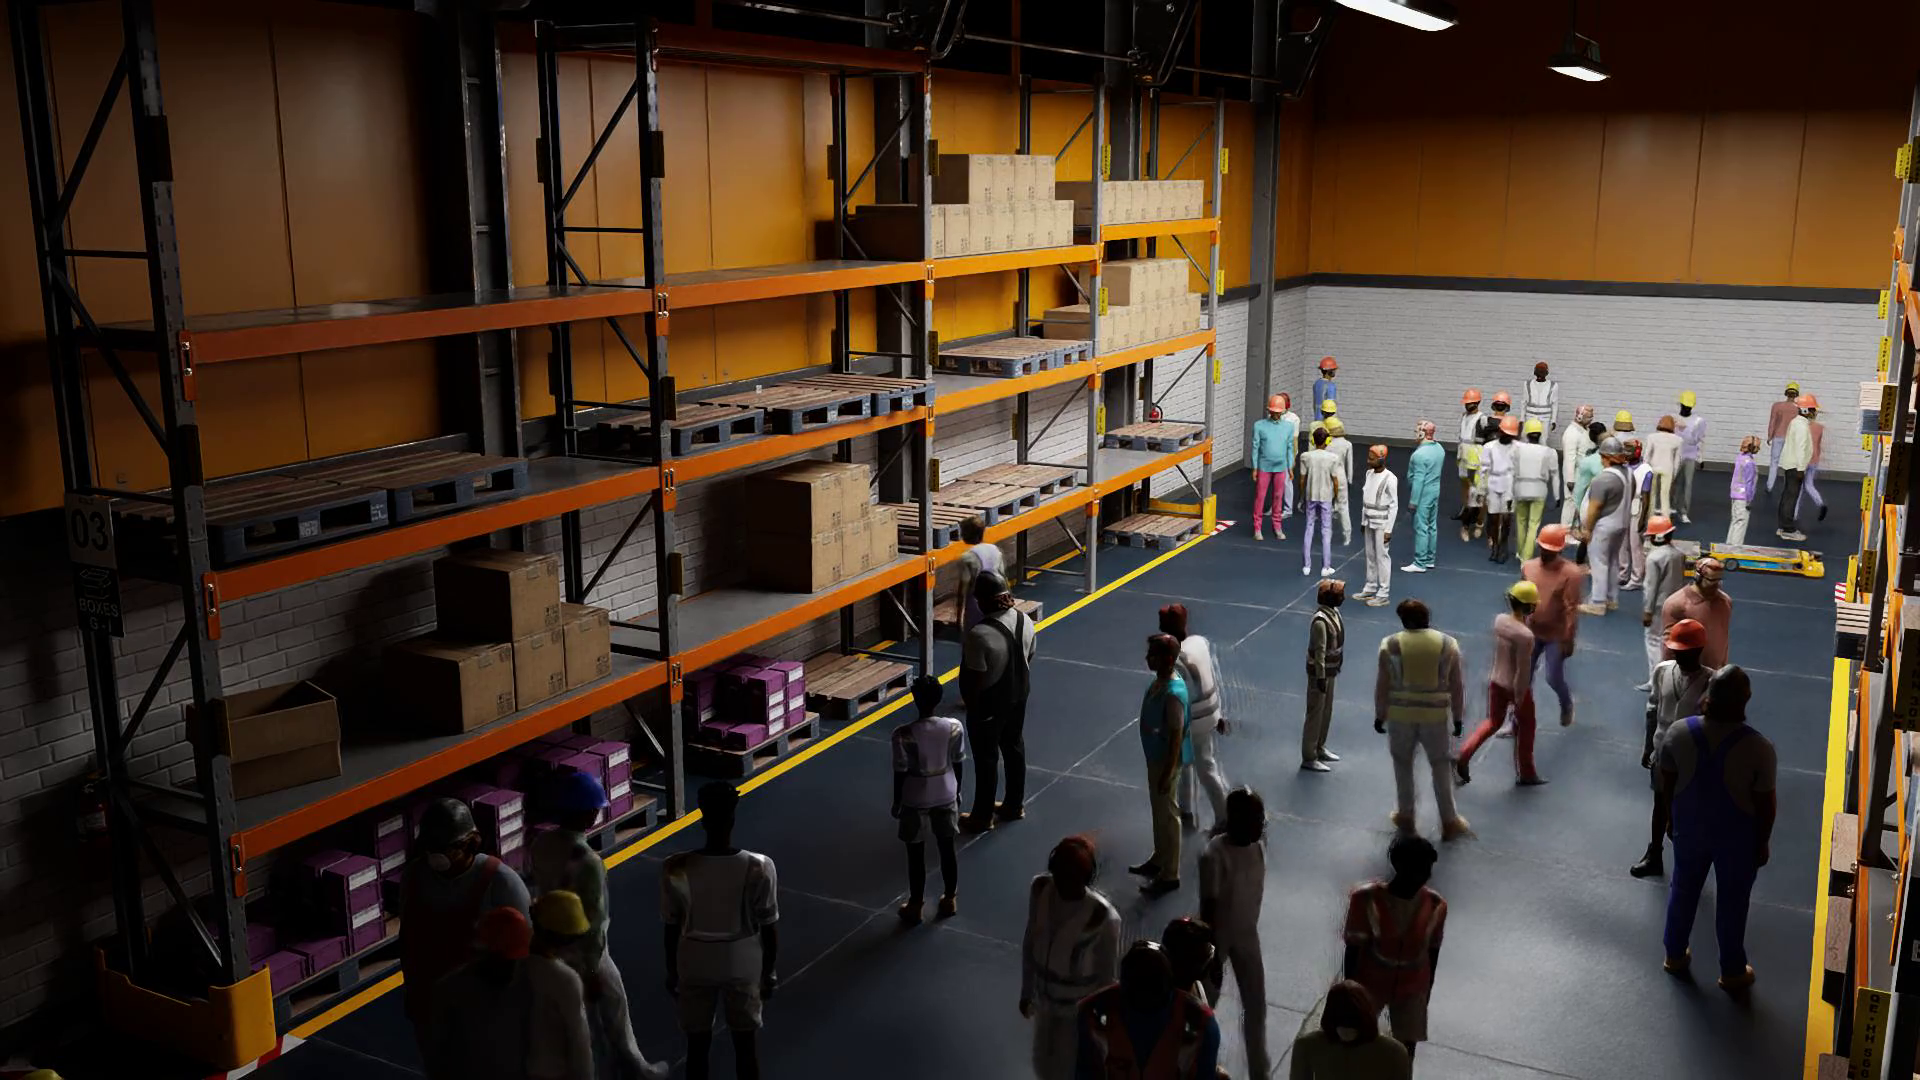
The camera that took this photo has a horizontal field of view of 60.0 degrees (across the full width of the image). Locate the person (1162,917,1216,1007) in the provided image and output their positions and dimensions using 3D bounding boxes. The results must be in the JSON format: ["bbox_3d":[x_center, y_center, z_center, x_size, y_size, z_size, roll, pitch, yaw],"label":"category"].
[{"bbox_3d":[0.918,2.511,7.307,0.373,1.843,0.571,4,13,17],"label":"person"}]

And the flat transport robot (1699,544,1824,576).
[{"bbox_3d":[10.122,0.236,21.049,1.431,0.197,0.652,5,14,23],"label":"flat transport robot"}]

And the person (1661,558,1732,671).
[{"bbox_3d":[6.032,1.075,13.608,0.641,1.905,0.410,-4,13,-18],"label":"person"}]

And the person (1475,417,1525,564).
[{"bbox_3d":[6.899,-0.633,21.246,0.606,1.899,0.620,6,14,24],"label":"person"}]

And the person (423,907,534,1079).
[{"bbox_3d":[-2.177,2.481,7.726,0.597,1.727,0.512,-6,14,-25],"label":"person"}]

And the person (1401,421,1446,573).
[{"bbox_3d":[5.786,-0.541,20.836,0.400,1.909,0.643,11,17,40],"label":"person"}]

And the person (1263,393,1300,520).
[{"bbox_3d":[4.672,-1.220,24.035,0.385,1.837,0.565,-7,15,-30],"label":"person"}]

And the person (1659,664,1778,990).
[{"bbox_3d":[4.702,1.745,10.294,0.683,2.000,0.538,12,17,43],"label":"person"}]

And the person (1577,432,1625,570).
[{"bbox_3d":[7.835,-0.385,20.198,0.637,1.888,1.002,1,13,4],"label":"person"}]

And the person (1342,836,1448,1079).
[{"bbox_3d":[2.242,2.283,8.707,0.531,1.666,0.789,1,13,5],"label":"person"}]

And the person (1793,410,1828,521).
[{"bbox_3d":[12.078,-1.095,23.668,0.538,1.746,0.576,-4,13,-16],"label":"person"}]

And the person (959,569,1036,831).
[{"bbox_3d":[0.238,1.199,12.741,0.535,2.000,0.679,12,17,42],"label":"person"}]

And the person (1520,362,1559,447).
[{"bbox_3d":[9.508,-1.988,27.362,0.584,1.882,0.339,6,14,24],"label":"person"}]

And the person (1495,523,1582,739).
[{"bbox_3d":[5.188,0.796,14.702,0.715,1.970,0.640,-9,16,-36],"label":"person"}]

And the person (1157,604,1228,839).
[{"bbox_3d":[1.723,1.371,12.427,0.838,1.830,0.575,6,14,24],"label":"person"}]

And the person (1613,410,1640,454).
[{"bbox_3d":[9.084,-0.918,22.906,0.485,1.737,0.320,-3,13,-13],"label":"person"}]

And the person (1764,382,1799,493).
[{"bbox_3d":[12.833,-1.579,25.831,0.532,1.755,0.342,5,13,20],"label":"person"}]

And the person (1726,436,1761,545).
[{"bbox_3d":[10.102,-0.539,21.456,0.313,1.629,0.524,3,13,11],"label":"person"}]

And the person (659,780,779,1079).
[{"bbox_3d":[-1.227,2.180,8.548,0.598,1.958,0.373,-1,13,-6],"label":"person"}]

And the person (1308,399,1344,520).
[{"bbox_3d":[5.257,-1.154,23.912,0.525,1.760,0.341,-1,13,-4],"label":"person"}]

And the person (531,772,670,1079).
[{"bbox_3d":[-2.086,2.157,8.811,1.022,1.891,0.615,-12,17,-43],"label":"person"}]

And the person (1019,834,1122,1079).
[{"bbox_3d":[0.590,2.289,8.269,0.669,1.863,0.610,-11,16,-40],"label":"person"}]

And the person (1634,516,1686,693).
[{"bbox_3d":[6.736,0.623,16.043,0.586,1.724,0.400,-9,16,-36],"label":"person"}]

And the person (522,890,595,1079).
[{"bbox_3d":[-1.952,2.459,7.791,0.562,1.731,0.408,9,15,34],"label":"person"}]

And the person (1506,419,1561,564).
[{"bbox_3d":[7.265,-0.585,21.073,0.630,1.895,0.751,7,14,29],"label":"person"}]

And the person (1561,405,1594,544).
[{"bbox_3d":[8.326,-0.884,22.413,0.401,1.894,0.653,9,15,35],"label":"person"}]

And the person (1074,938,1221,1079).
[{"bbox_3d":[0.783,2.560,7.130,0.620,1.836,0.431,3,13,12],"label":"person"}]

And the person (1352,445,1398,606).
[{"bbox_3d":[4.827,-0.175,19.248,0.337,1.882,0.583,-4,13,-17],"label":"person"}]

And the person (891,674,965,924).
[{"bbox_3d":[-0.218,1.728,11.150,0.540,1.695,0.317,-6,14,-24],"label":"person"}]

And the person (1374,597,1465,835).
[{"bbox_3d":[3.501,1.333,12.704,0.687,1.809,0.478,2,13,7],"label":"person"}]

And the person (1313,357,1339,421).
[{"bbox_3d":[5.867,-1.909,26.643,0.365,2.048,0.608,-4,13,-17],"label":"person"}]

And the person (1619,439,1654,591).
[{"bbox_3d":[8.067,-0.308,19.963,0.388,1.837,0.560,-5,13,-20],"label":"person"}]

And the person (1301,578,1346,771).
[{"bbox_3d":[3.074,1.120,14.031,0.314,1.632,0.522,7,14,28],"label":"person"}]

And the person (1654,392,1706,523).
[{"bbox_3d":[10.384,-1.224,23.994,0.648,1.879,0.700,9,15,34],"label":"person"}]

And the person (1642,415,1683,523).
[{"bbox_3d":[9.857,-0.955,23.390,0.504,1.602,0.697,5,13,20],"label":"person"}]

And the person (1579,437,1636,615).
[{"bbox_3d":[7.319,-0.181,18.918,0.688,2.000,0.537,-10,16,-38],"label":"person"}]

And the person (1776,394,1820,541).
[{"bbox_3d":[11.441,-1.004,22.707,0.388,1.996,0.612,4,13,18],"label":"person"}]

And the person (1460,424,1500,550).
[{"bbox_3d":[7.003,-0.729,22.196,0.548,1.677,0.597,-2,13,-10],"label":"person"}]

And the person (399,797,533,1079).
[{"bbox_3d":[-2.457,2.225,8.147,0.685,2.000,0.535,3,13,13],"label":"person"}]

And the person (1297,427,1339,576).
[{"bbox_3d":[4.451,-0.479,20.658,0.517,1.865,0.328,5,14,22],"label":"person"}]

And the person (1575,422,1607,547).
[{"bbox_3d":[8.479,-0.728,22.172,0.534,1.687,0.322,-10,16,-39],"label":"person"}]

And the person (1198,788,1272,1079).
[{"bbox_3d":[1.489,2.178,8.923,0.507,1.794,0.853,-6,14,-27],"label":"person"}]

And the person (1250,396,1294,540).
[{"bbox_3d":[4.253,-0.983,22.634,0.609,1.986,0.391,-2,13,-9],"label":"person"}]

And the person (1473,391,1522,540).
[{"bbox_3d":[7.304,-1.017,22.694,0.612,2.032,0.411,4,13,16],"label":"person"}]

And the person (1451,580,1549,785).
[{"bbox_3d":[4.449,1.170,13.545,0.764,1.736,0.520,-4,13,-16],"label":"person"}]

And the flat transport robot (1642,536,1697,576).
[{"bbox_3d":[9.069,0.200,21.210,0.652,0.197,1.431,5,14,23],"label":"flat transport robot"}]

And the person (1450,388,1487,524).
[{"bbox_3d":[7.273,-1.201,23.734,0.386,1.931,0.543,-5,13,-20],"label":"person"}]

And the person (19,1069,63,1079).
[{"bbox_3d":[-3.290,2.798,6.066,0.587,1.826,0.404,3,13,13],"label":"person"}]

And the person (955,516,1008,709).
[{"bbox_3d":[0.229,0.673,15.598,0.683,1.831,0.388,-11,16,-40],"label":"person"}]

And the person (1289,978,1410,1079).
[{"bbox_3d":[1.666,2.647,7.192,0.531,1.617,0.364,3,13,15],"label":"person"}]

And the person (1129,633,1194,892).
[{"bbox_3d":[1.432,1.541,11.640,0.390,1.849,0.566,-1,13,-5],"label":"person"}]

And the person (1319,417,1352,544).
[{"bbox_3d":[5.041,-0.802,22.444,0.529,1.707,0.497,-1,13,-6],"label":"person"}]

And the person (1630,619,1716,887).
[{"bbox_3d":[5.046,1.491,11.669,0.375,1.935,0.551,-10,16,-39],"label":"person"}]
